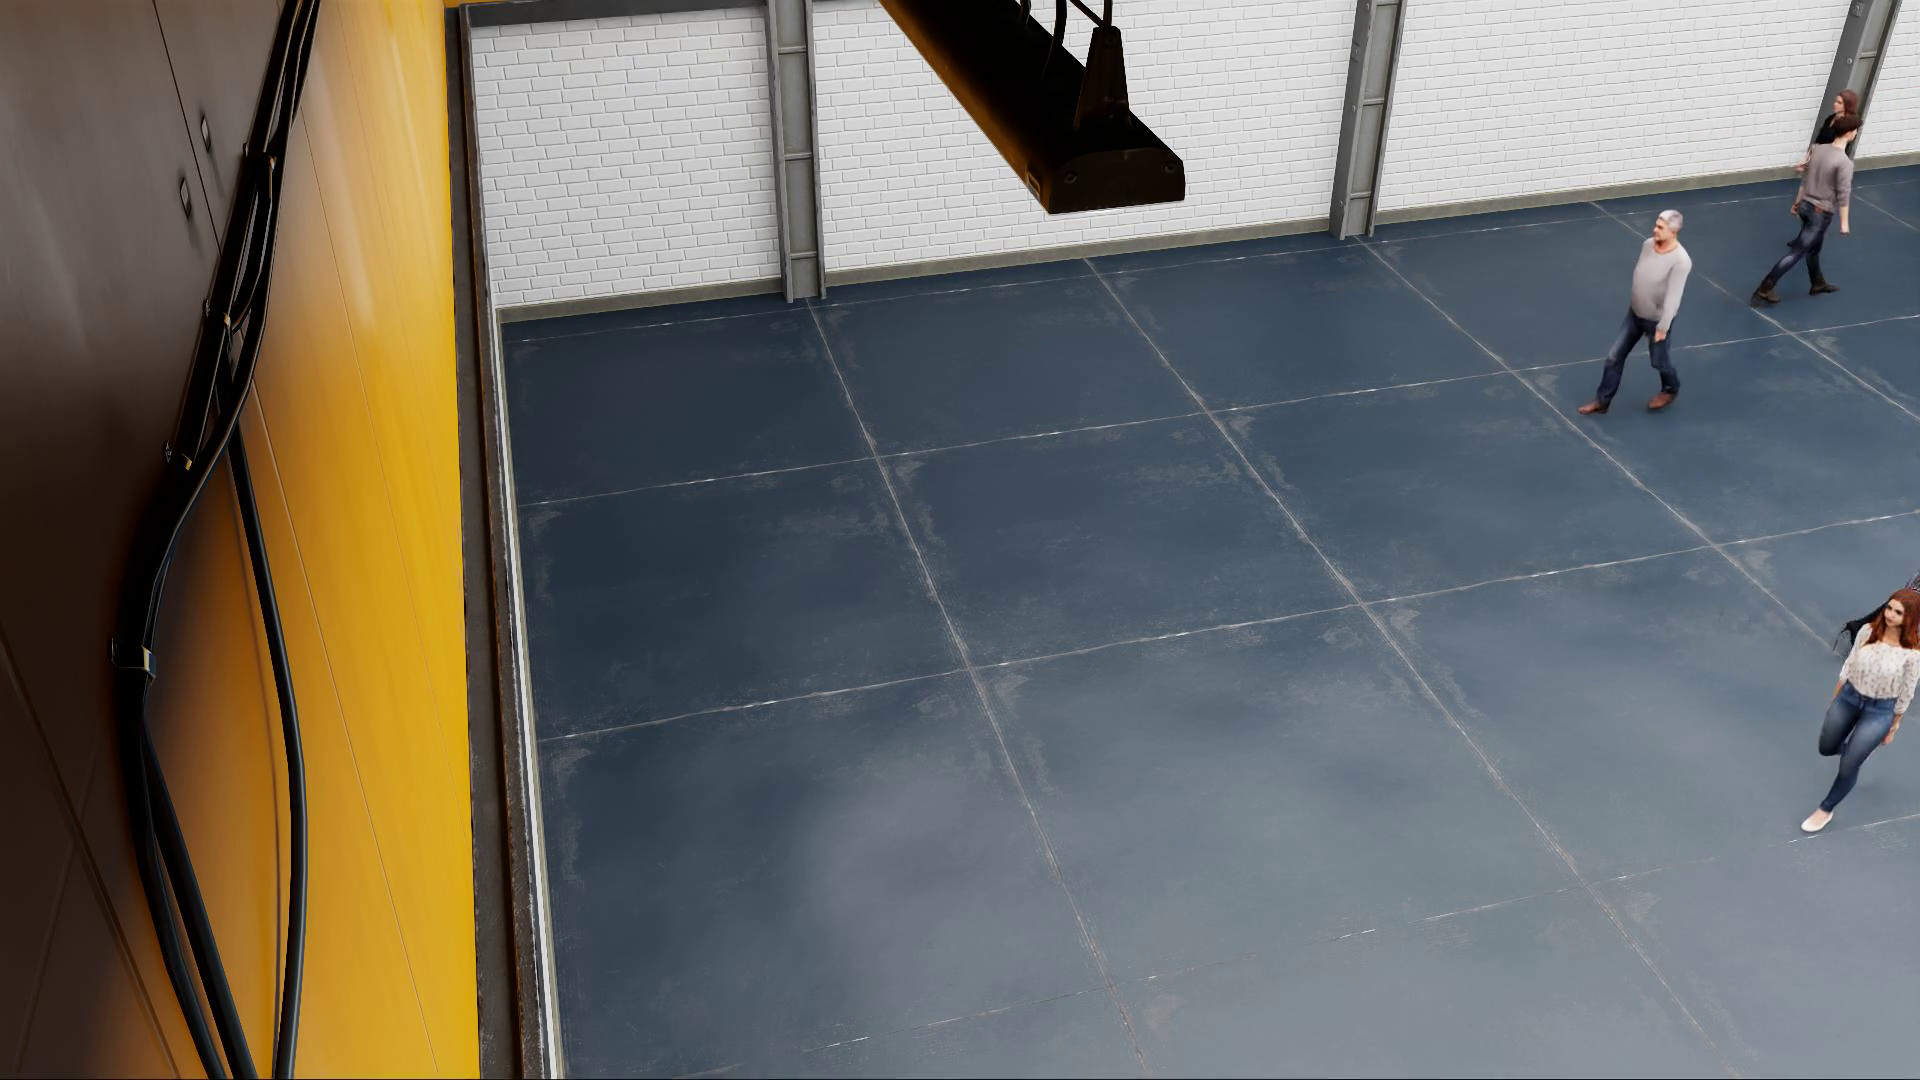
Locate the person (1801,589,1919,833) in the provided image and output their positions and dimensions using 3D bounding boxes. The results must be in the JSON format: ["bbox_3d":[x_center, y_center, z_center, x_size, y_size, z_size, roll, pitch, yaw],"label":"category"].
[{"bbox_3d":[5.471,0.992,9.957,0.962,1.714,0.760,-21,39,-28],"label":"person"}]

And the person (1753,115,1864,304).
[{"bbox_3d":[8.169,-3.130,16.030,1.236,1.856,0.812,-4,34,-6],"label":"person"}]

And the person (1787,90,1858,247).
[{"bbox_3d":[8.976,-3.830,17.223,0.610,1.702,0.642,-2,34,-3],"label":"person"}]

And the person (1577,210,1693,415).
[{"bbox_3d":[5.966,-1.909,14.180,1.222,1.870,0.802,-11,35,-16],"label":"person"}]
